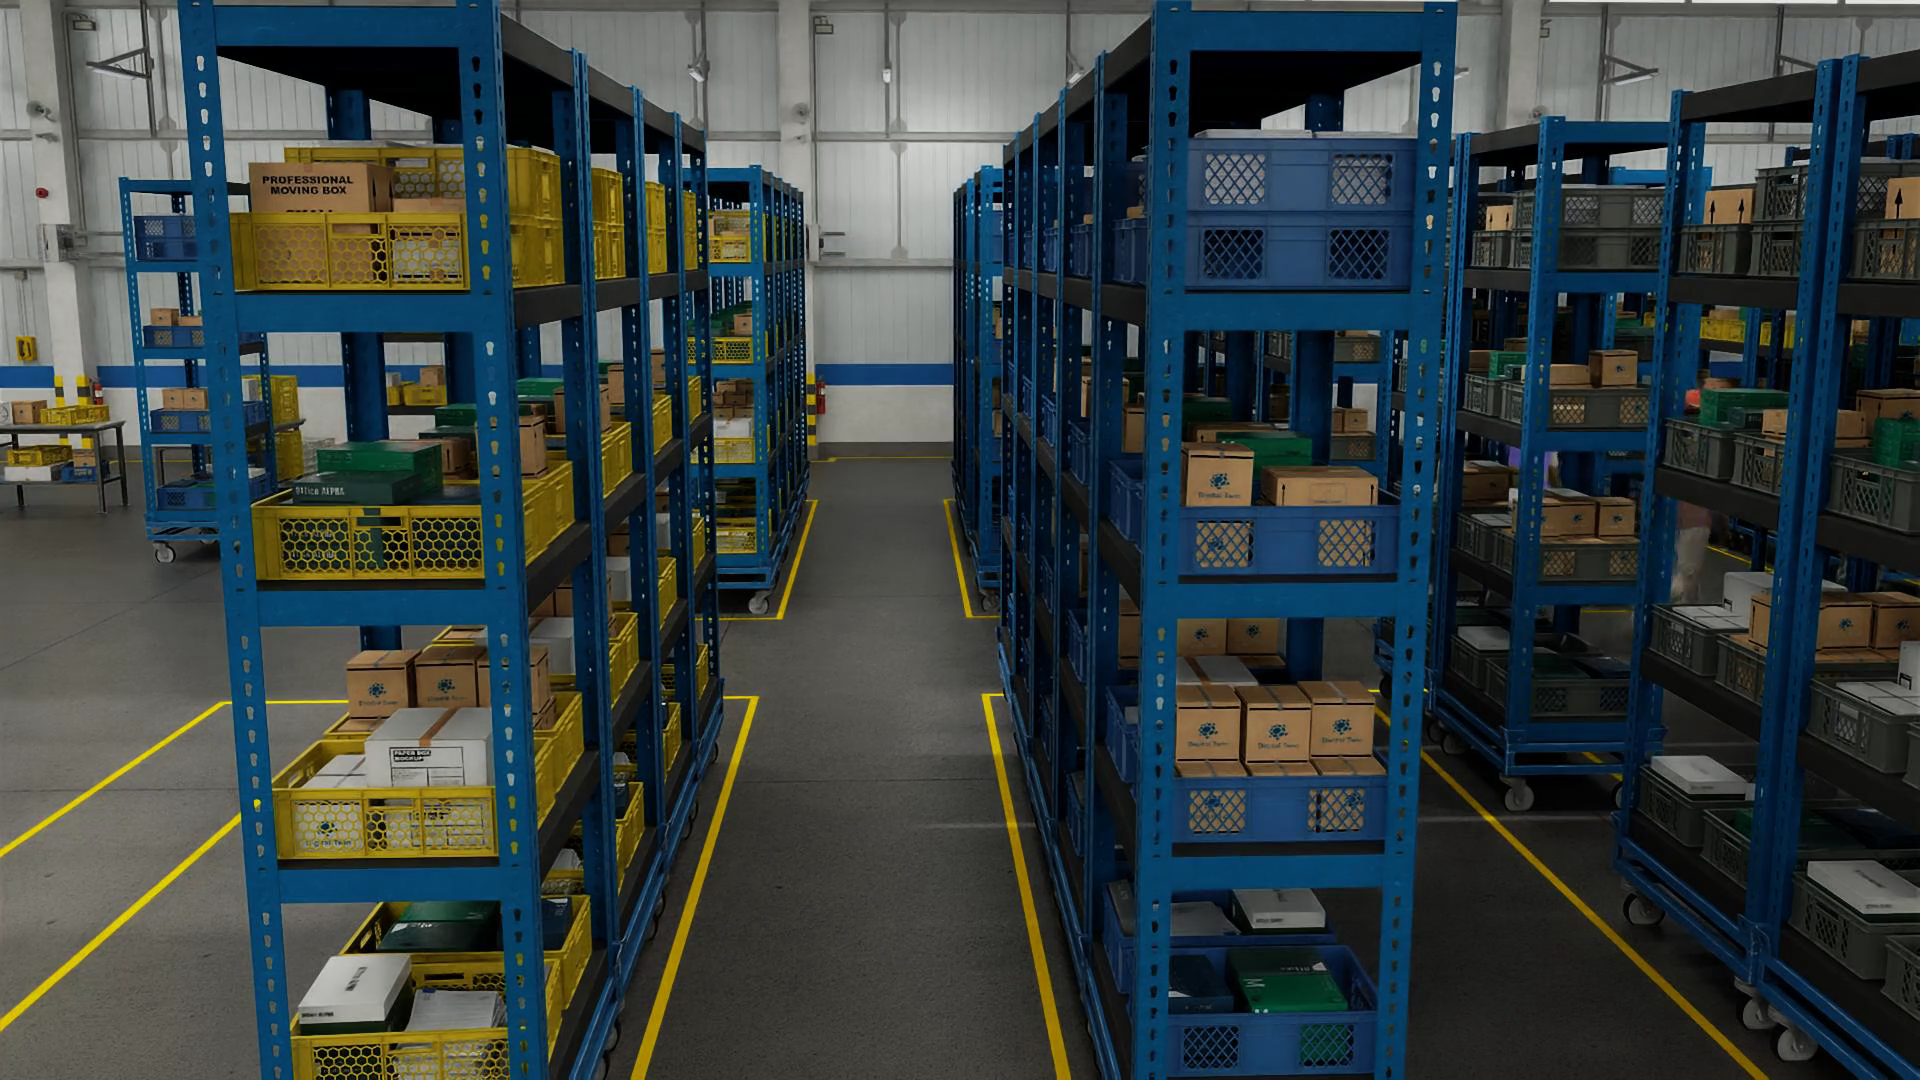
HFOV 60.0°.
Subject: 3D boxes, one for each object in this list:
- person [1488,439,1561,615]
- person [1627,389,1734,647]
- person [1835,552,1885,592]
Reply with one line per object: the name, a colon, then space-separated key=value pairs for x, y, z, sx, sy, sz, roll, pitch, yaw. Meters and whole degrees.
person: x=4.546 y=-0.268 z=13.455 sx=0.611 sy=1.794 sz=1.002 roll=-2 pitch=10 yaw=-9
person: x=5.306 y=-0.140 z=12.280 sx=0.983 sy=1.945 sz=0.598 roll=-5 pitch=11 yaw=-25
person: x=6.707 y=-0.079 z=12.249 sx=0.588 sy=1.823 sz=0.403 roll=-4 pitch=11 yaw=-23
